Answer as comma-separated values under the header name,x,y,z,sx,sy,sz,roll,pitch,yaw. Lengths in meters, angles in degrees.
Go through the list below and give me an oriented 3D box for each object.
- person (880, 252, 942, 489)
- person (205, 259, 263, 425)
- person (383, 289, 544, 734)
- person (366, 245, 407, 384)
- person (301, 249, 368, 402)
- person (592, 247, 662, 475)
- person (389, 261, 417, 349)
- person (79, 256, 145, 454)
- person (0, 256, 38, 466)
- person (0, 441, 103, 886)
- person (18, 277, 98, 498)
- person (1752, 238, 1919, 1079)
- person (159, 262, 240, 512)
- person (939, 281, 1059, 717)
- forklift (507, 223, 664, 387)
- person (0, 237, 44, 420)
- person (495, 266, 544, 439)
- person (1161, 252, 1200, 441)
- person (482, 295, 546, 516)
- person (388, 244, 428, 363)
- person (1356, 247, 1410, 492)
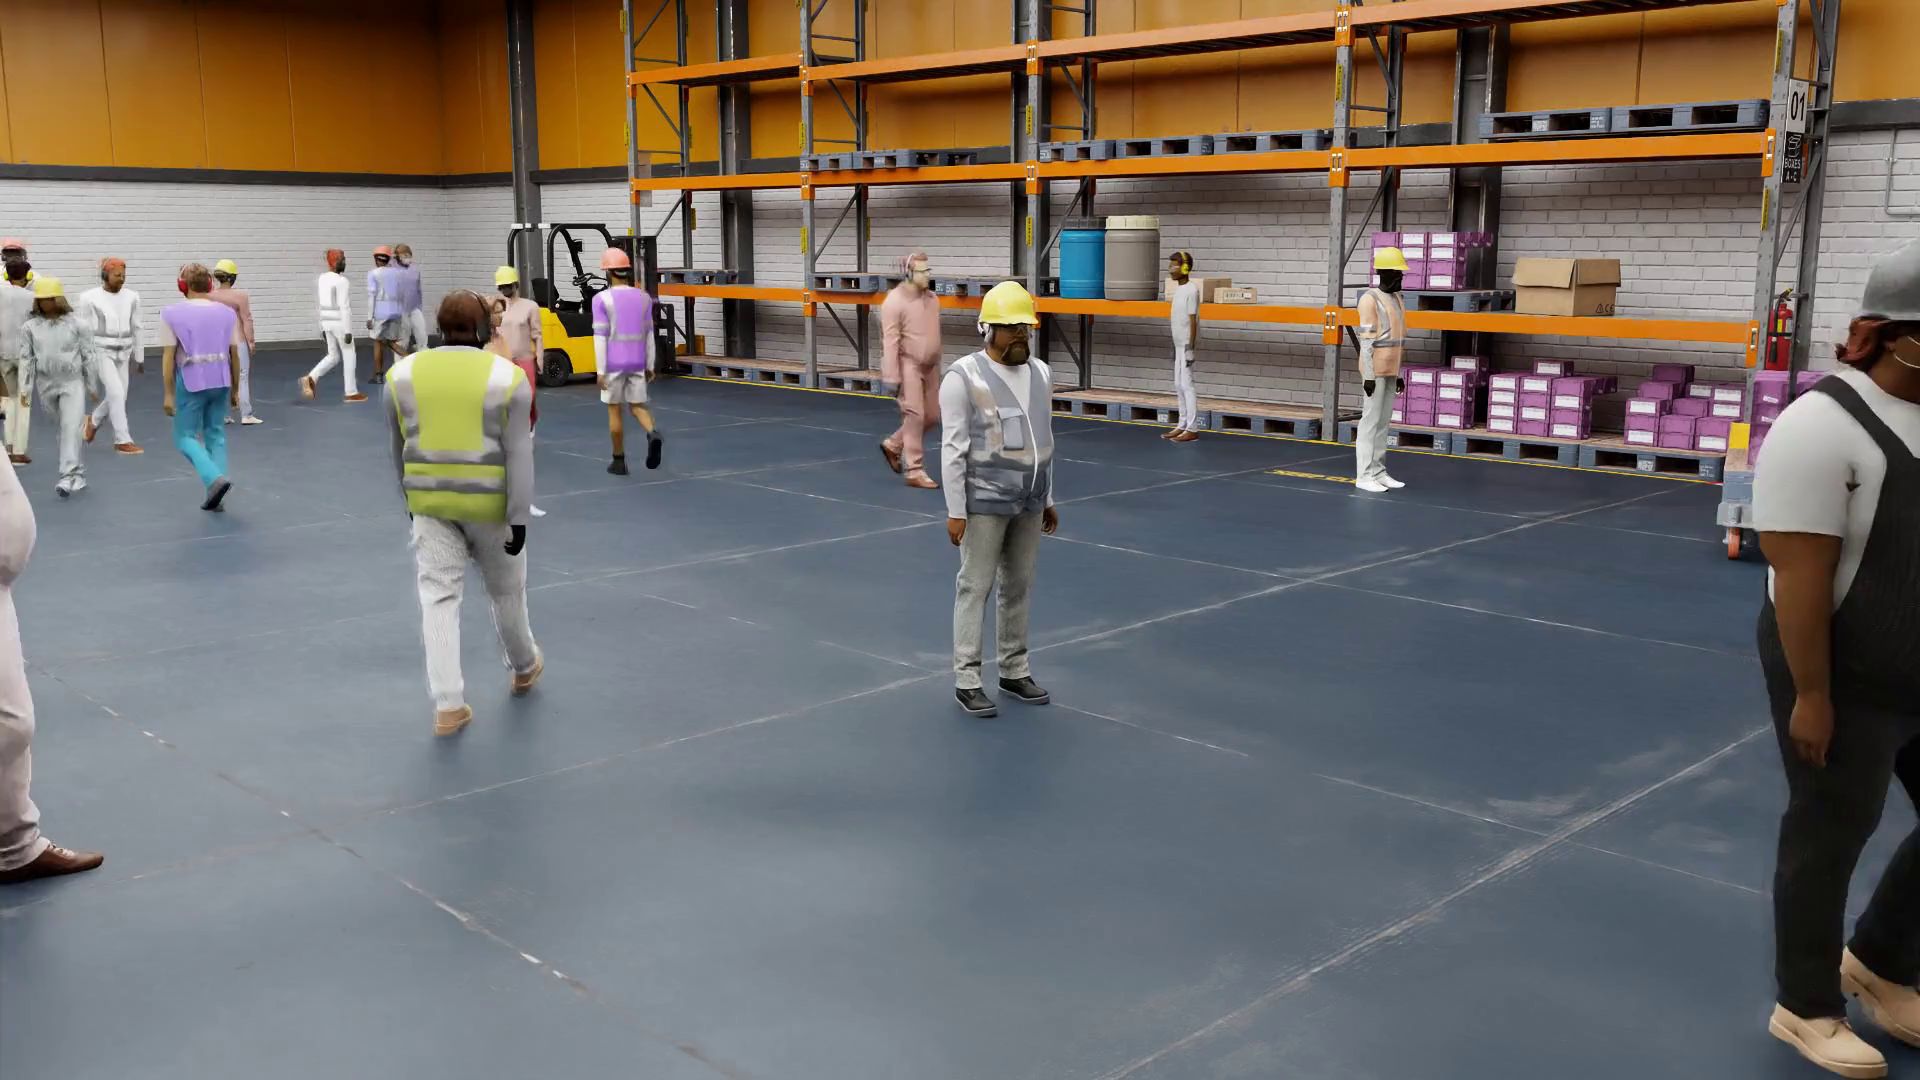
name,x,y,z,sx,sy,sz,roll,pitch,yaw
person,-0.417,-1.364,13.389,0.597,1.889,0.671,7,13,34
person,-7.775,-2.103,17.762,0.525,1.769,0.308,1,10,8
person,-2.066,-0.150,7.046,0.627,1.793,0.952,0,10,-2
person,-7.744,-3.053,22.621,0.708,1.893,0.575,6,12,28
person,-7.550,-2.560,19.995,0.587,1.861,0.742,7,13,35
person,-2.768,-1.480,13.922,0.564,1.920,0.687,-8,13,-38
person,-9.859,-4.304,29.556,0.506,1.843,0.346,-2,11,-9
person,-7.983,-1.727,15.543,0.815,1.847,0.588,6,12,28
person,-8.328,-1.581,14.711,0.547,1.834,0.538,-2,11,-10
person,-2.982,0.175,4.986,0.548,1.894,0.703,-5,11,-25
person,-7.009,-1.178,12.899,0.508,1.687,0.912,-2,11,-11
person,2.217,0.288,3.971,0.695,2.000,0.537,-4,11,-19
person,-5.476,-1.089,12.056,0.475,1.826,0.586,8,13,37
person,0.189,-0.175,7.067,0.600,1.830,0.403,-8,13,-38
forklift,-5.316,-3.263,22.920,2.313,2.155,1.214,-10,14,-44
person,-10.261,-2.273,18.066,0.665,1.994,0.563,-3,11,-14
person,-4.179,-1.704,15.654,0.531,1.745,0.589,-1,10,-7
person,2.205,-1.899,16.429,0.328,1.855,0.541,-2,11,-11
person,-3.434,-0.970,12.023,0.811,1.609,0.518,4,11,20
person,-7.559,-3.116,22.931,0.719,1.896,0.692,5,12,25
person,3.366,-1.351,13.219,0.366,1.927,0.588,8,13,38
